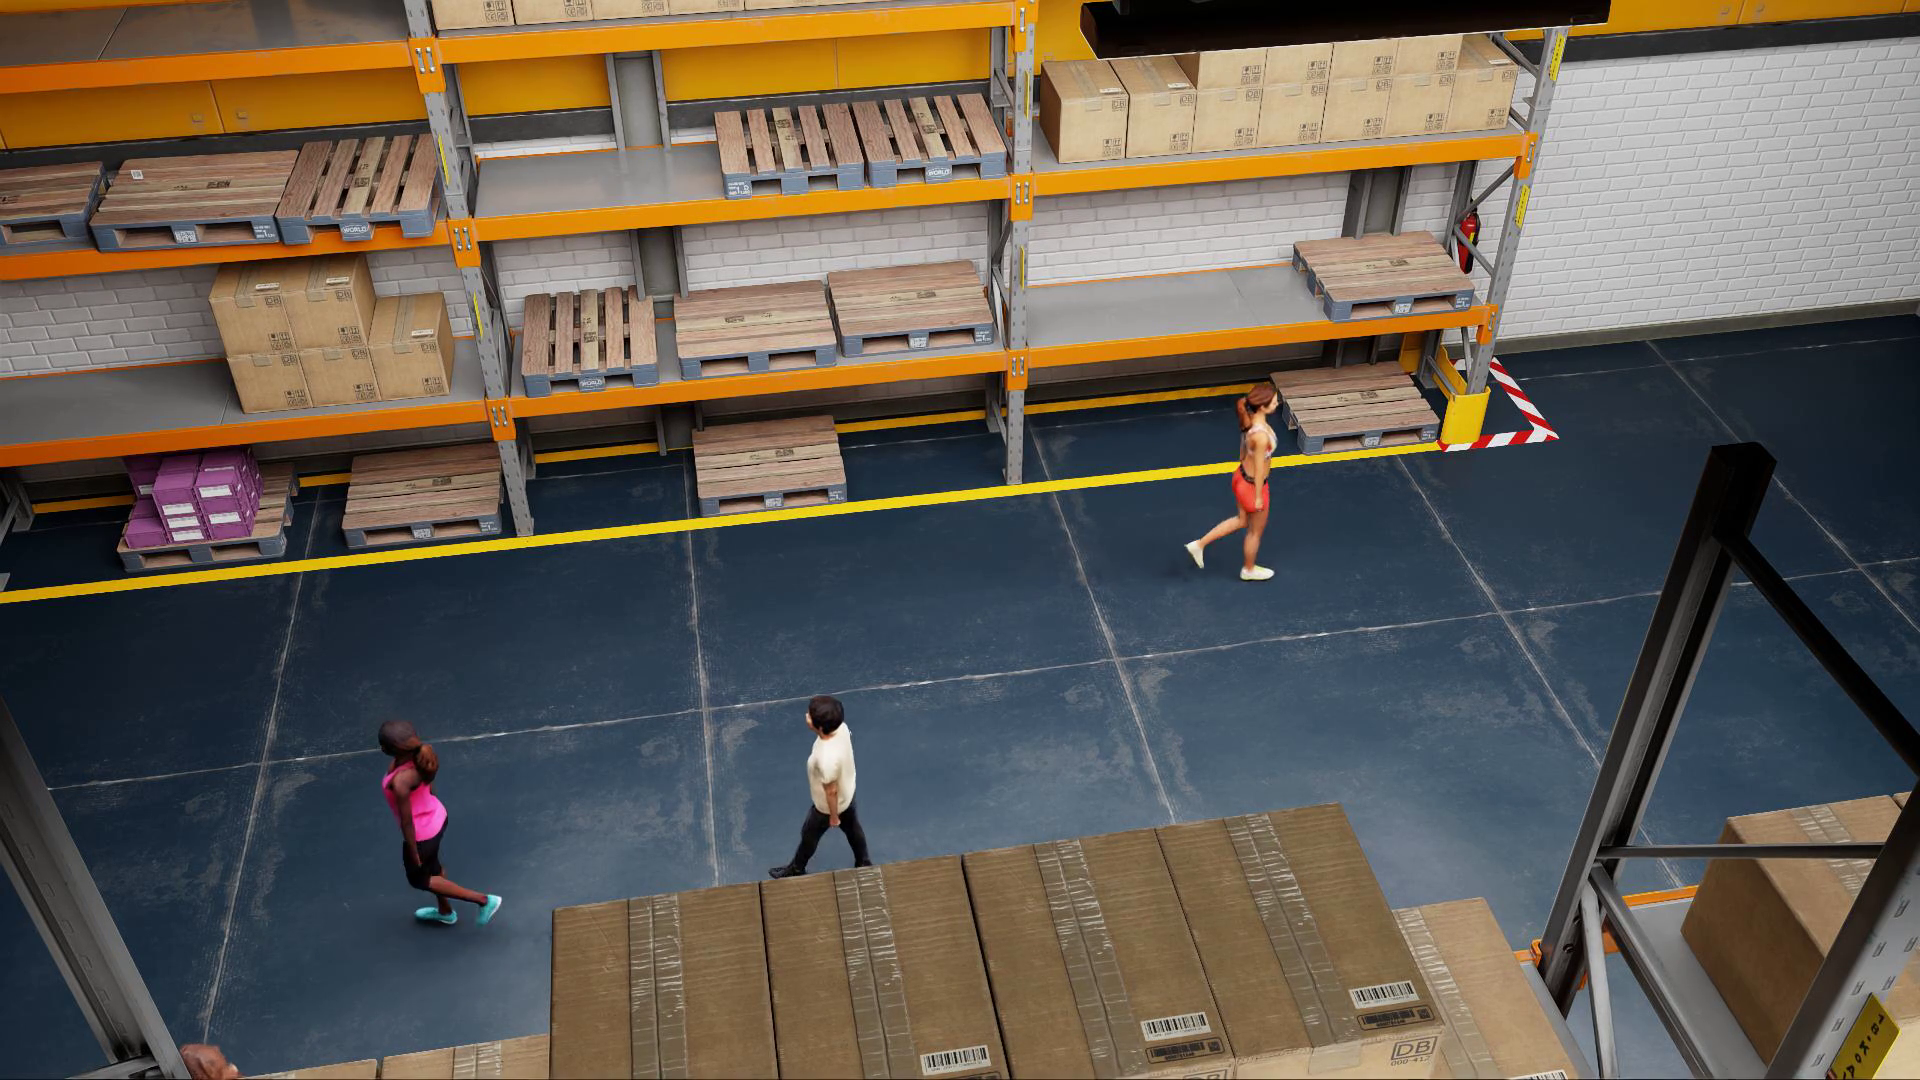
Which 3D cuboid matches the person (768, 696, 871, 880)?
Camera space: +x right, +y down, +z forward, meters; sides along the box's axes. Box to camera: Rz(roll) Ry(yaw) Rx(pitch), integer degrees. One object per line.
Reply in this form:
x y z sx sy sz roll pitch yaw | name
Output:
-0.698 1.563 10.071 0.970 1.564 0.794 7 39 8 | person

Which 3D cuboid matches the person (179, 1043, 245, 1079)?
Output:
-3.466 3.001 8.127 0.500 1.743 0.592 -8 39 -9 | person

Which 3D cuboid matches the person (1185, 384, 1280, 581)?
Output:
2.081 -0.386 12.342 0.947 1.776 0.622 -3 39 -3 | person

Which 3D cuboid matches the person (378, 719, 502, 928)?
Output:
-3.068 1.713 9.766 0.877 1.710 0.685 3 39 3 | person
